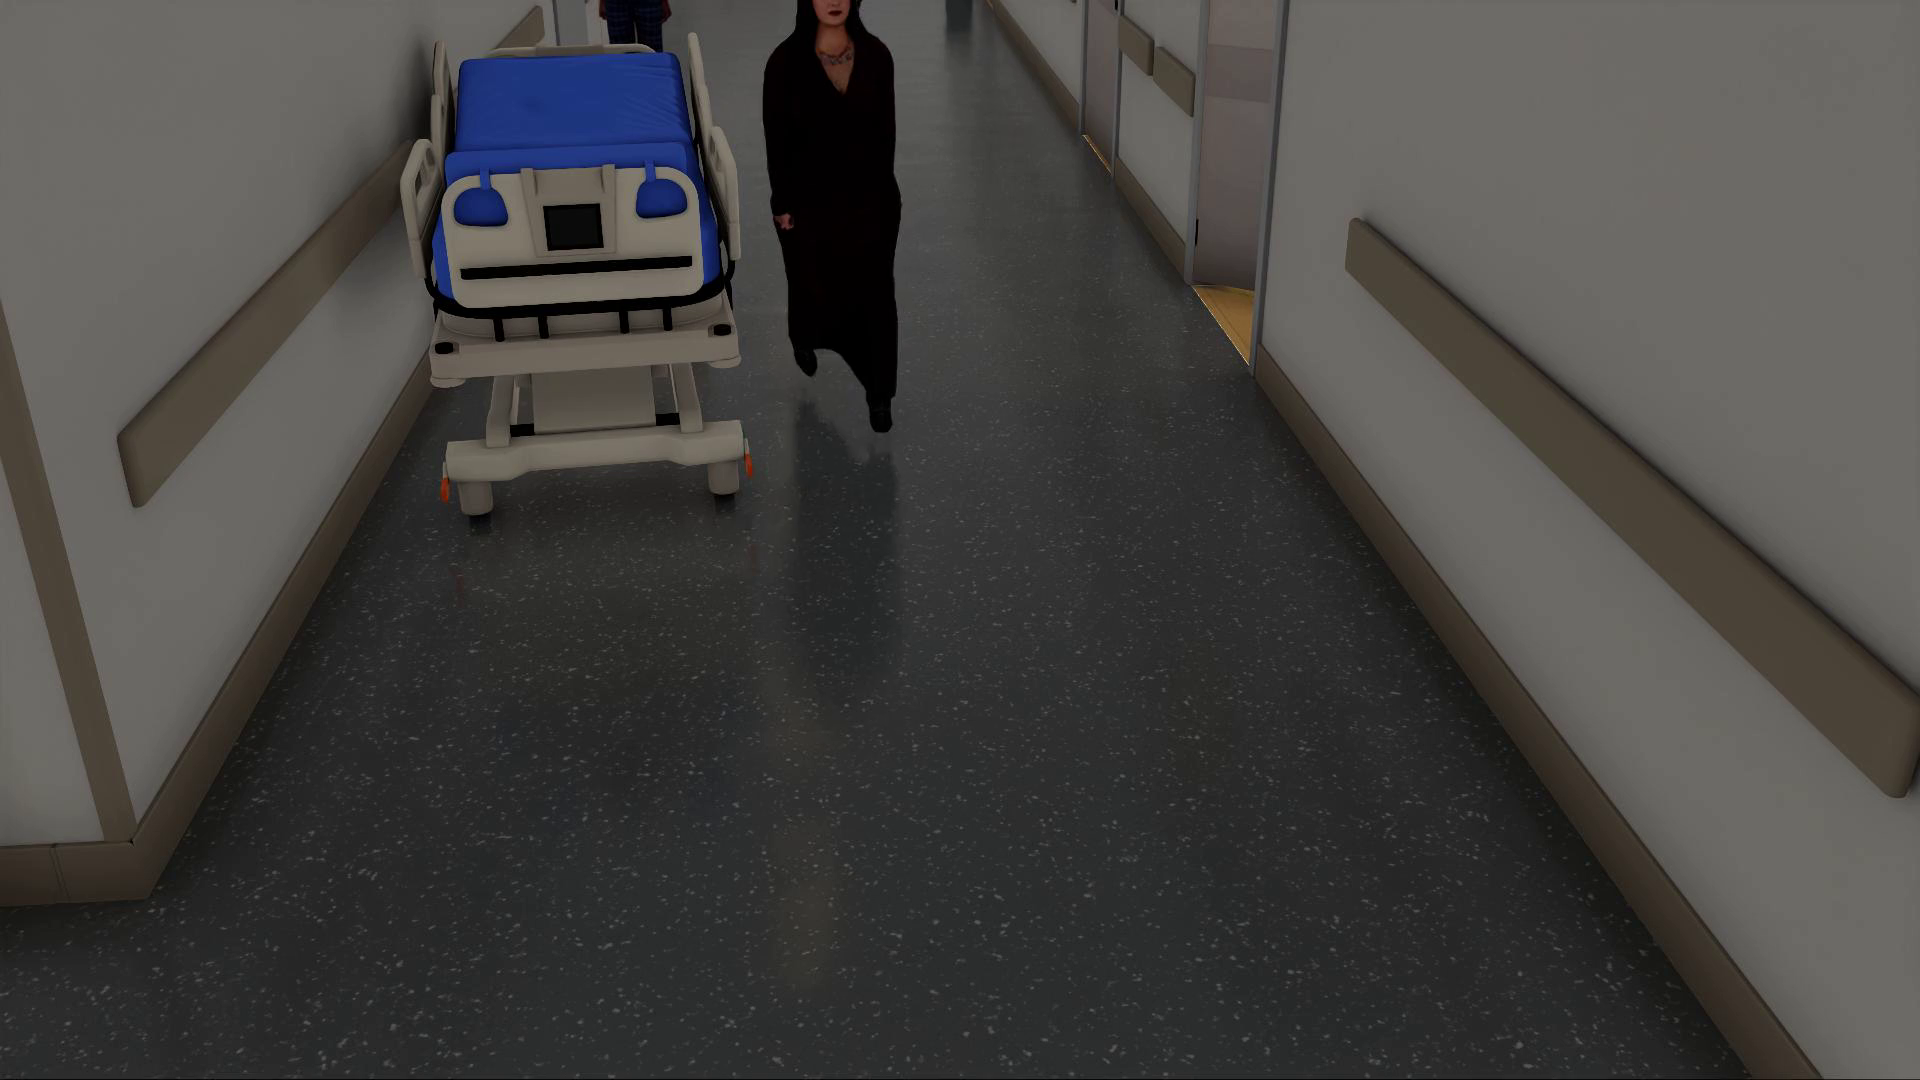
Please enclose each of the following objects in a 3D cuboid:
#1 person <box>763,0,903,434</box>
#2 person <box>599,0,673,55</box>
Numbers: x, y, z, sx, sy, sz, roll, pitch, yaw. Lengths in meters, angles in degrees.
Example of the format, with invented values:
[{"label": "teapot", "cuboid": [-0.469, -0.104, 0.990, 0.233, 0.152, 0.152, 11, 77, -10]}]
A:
[{"label": "person", "cuboid": [-0.516, -1.323, 6.428, 1.091, 1.716, 0.863, -7, 27, -14]}, {"label": "person", "cuboid": [-2.185, -3.657, 11.145, 0.542, 1.824, 0.736, 0, 26, -1]}]
